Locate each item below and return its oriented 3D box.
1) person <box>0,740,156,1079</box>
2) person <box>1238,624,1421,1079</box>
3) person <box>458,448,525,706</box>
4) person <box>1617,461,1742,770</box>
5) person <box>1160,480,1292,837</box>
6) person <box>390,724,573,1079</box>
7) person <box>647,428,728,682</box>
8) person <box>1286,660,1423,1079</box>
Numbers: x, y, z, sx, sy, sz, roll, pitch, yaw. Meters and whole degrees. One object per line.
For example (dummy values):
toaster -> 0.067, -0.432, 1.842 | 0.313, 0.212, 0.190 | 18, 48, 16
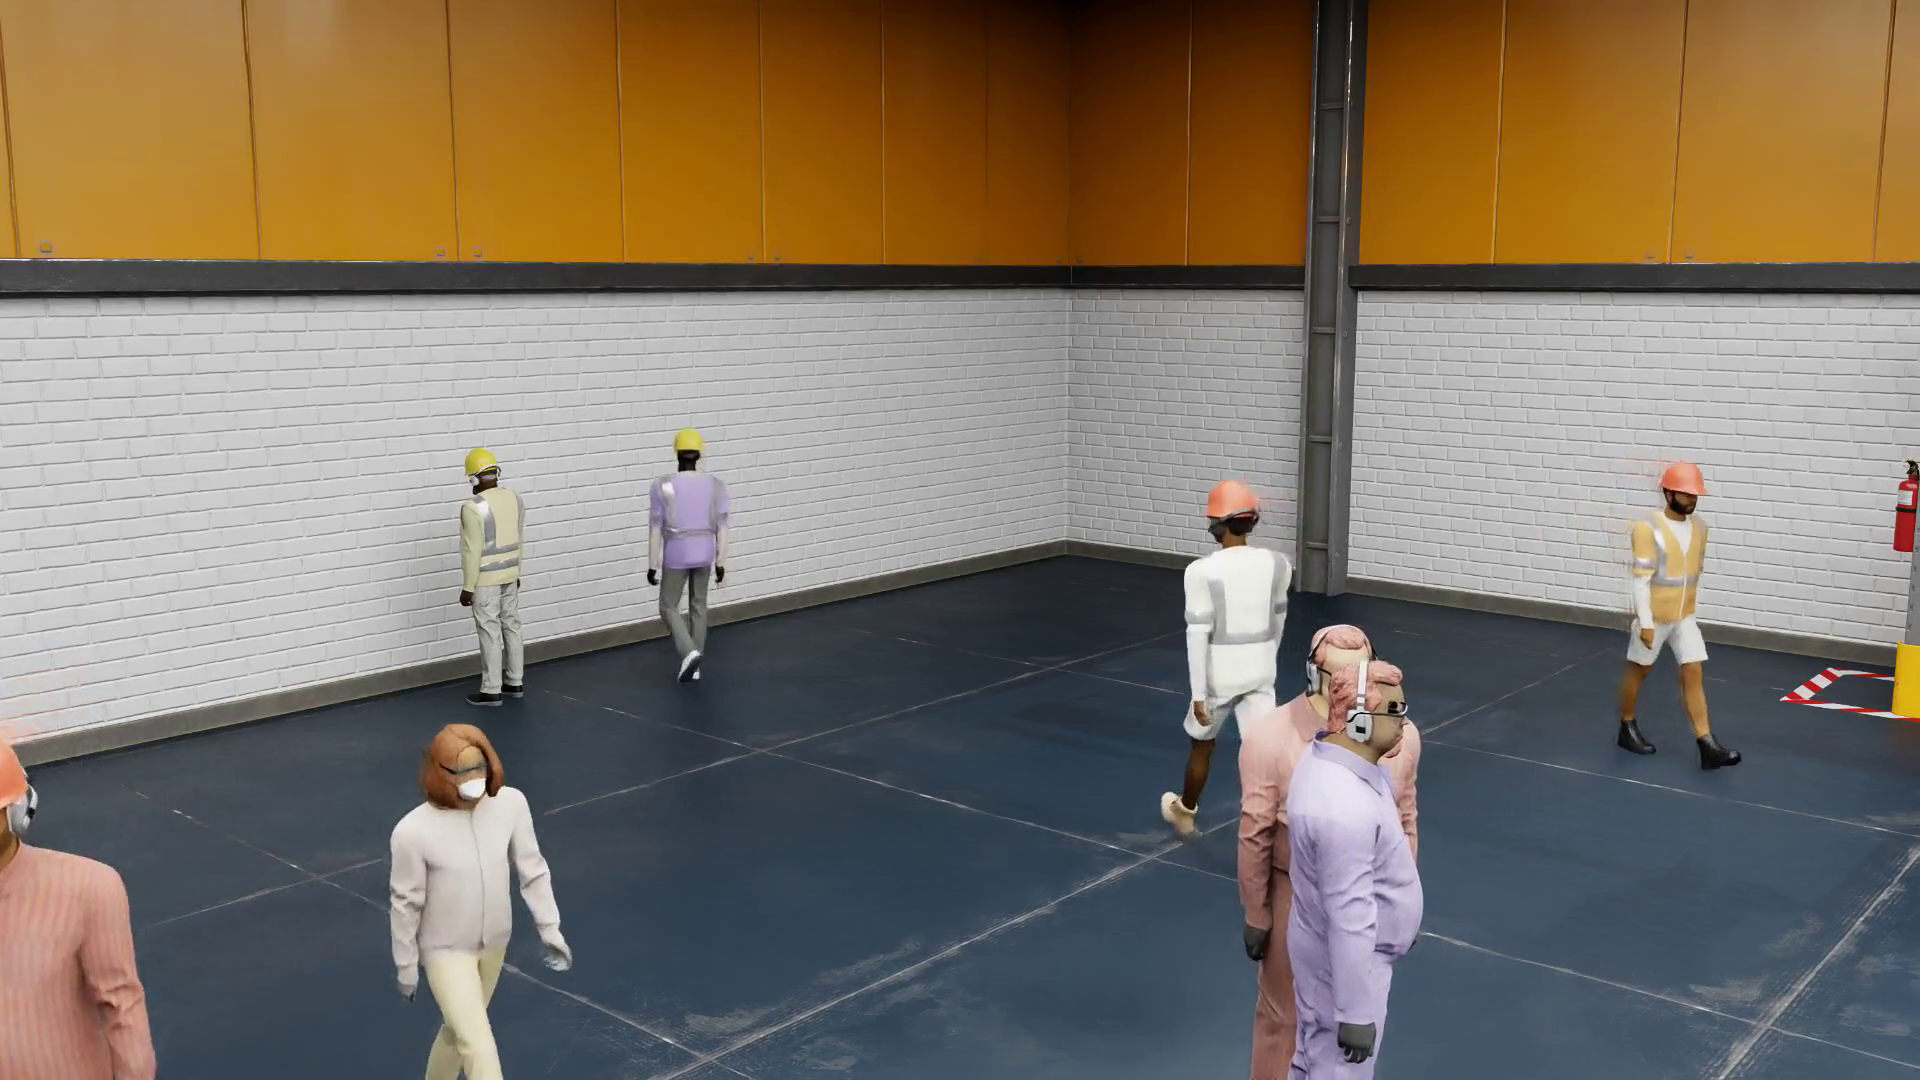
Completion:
person -> -2.382, 1.399, 4.264 | 0.634, 1.954, 0.992 | -3, 9, -16
person -> 1.236, 1.215, 5.510 | 0.642, 1.909, 0.399 | -2, 9, -13
person -> -3.324, 0.261, 11.765 | 0.403, 1.823, 0.586 | 4, 10, 24
person -> 4.418, 0.469, 10.233 | 0.574, 1.888, 0.962 | -3, 9, -16
person -> 1.396, 0.683, 8.604 | 0.616, 1.988, 1.057 | -3, 9, -16
person -> -1.594, 1.376, 5.518 | 0.886, 1.575, 0.502 | 7, 11, 36
person -> -1.998, 0.131, 12.278 | 0.614, 1.912, 0.536 | -5, 10, -28
person -> 1.182, 1.293, 5.018 | 0.401, 1.907, 0.646 | 1, 9, 6
